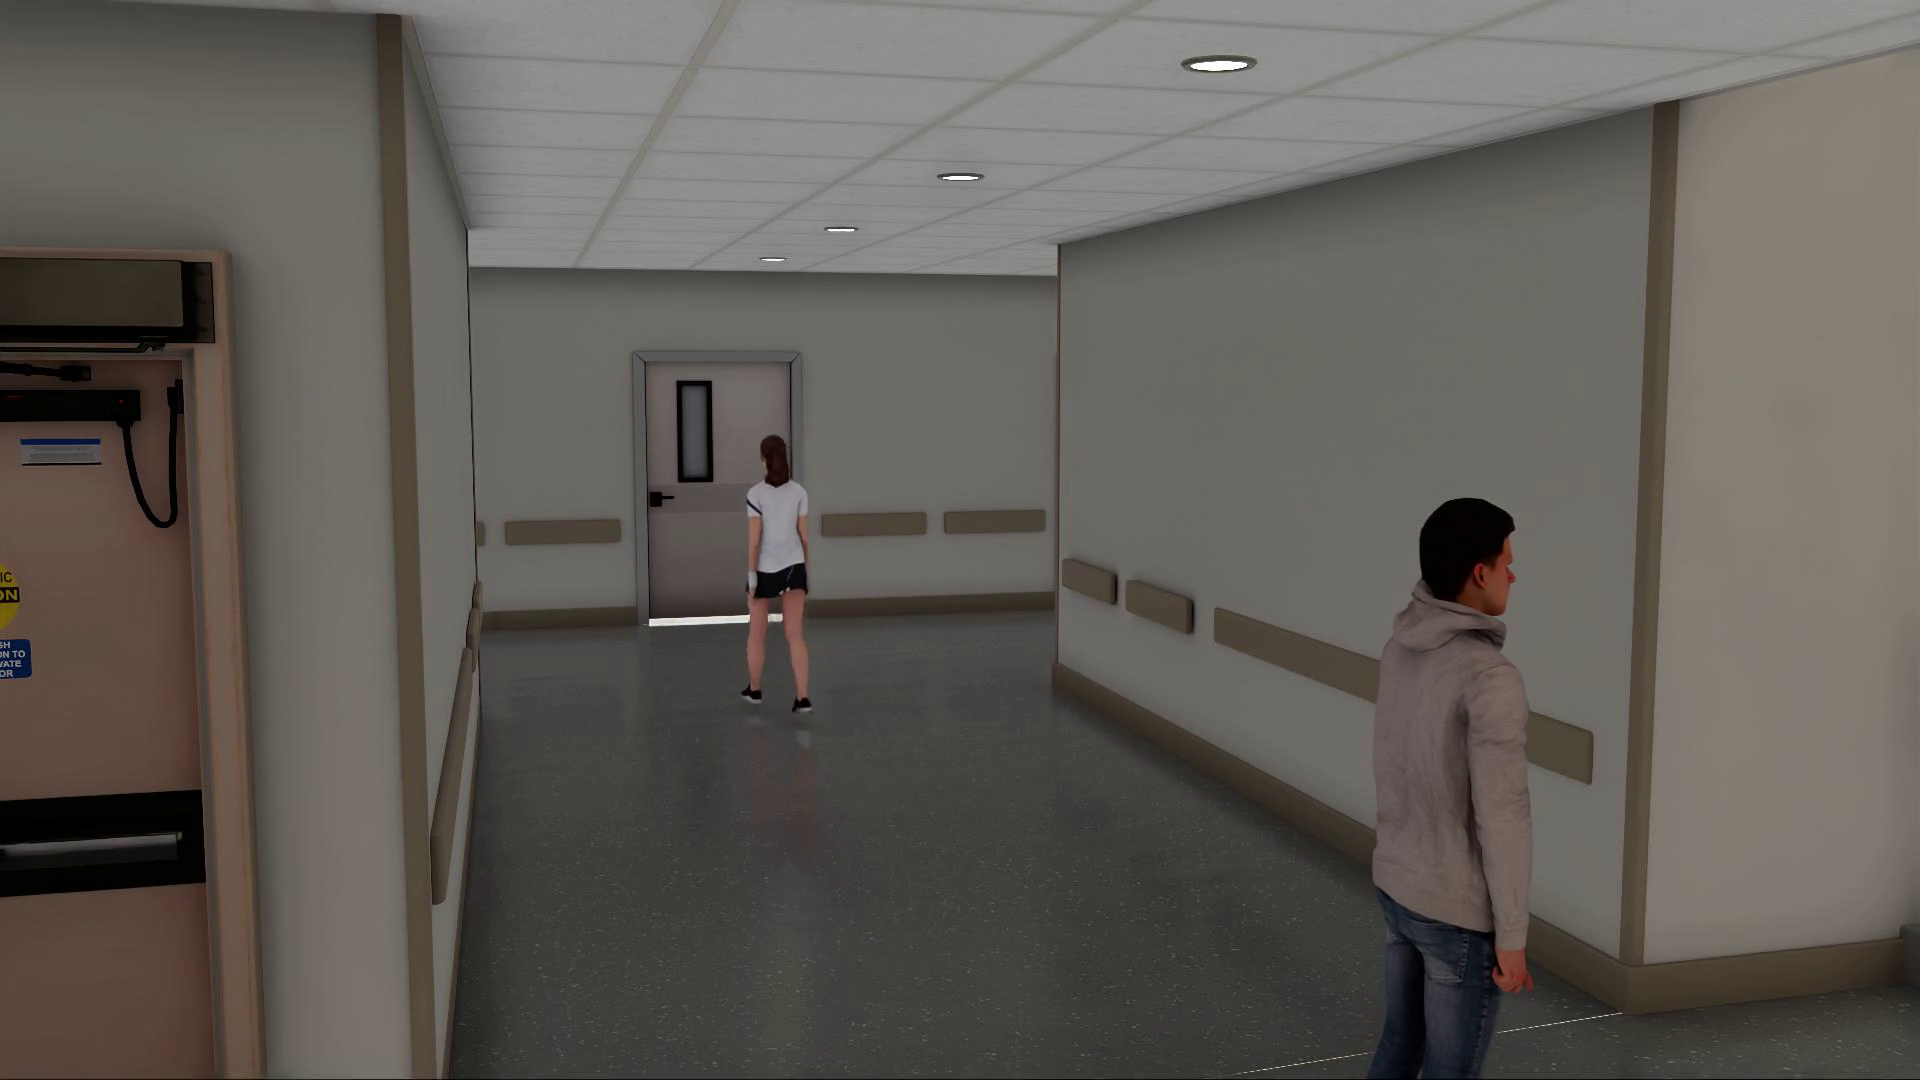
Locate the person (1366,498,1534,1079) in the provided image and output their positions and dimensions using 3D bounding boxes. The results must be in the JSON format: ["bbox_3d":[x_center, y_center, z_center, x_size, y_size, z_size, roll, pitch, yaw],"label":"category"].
[{"bbox_3d":[1.103,0.819,3.864,0.557,1.852,0.642,-2,6,-15],"label":"person"}]

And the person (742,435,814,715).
[{"bbox_3d":[-1.076,0.260,10.160,1.085,1.705,0.719,-2,6,-22],"label":"person"}]
